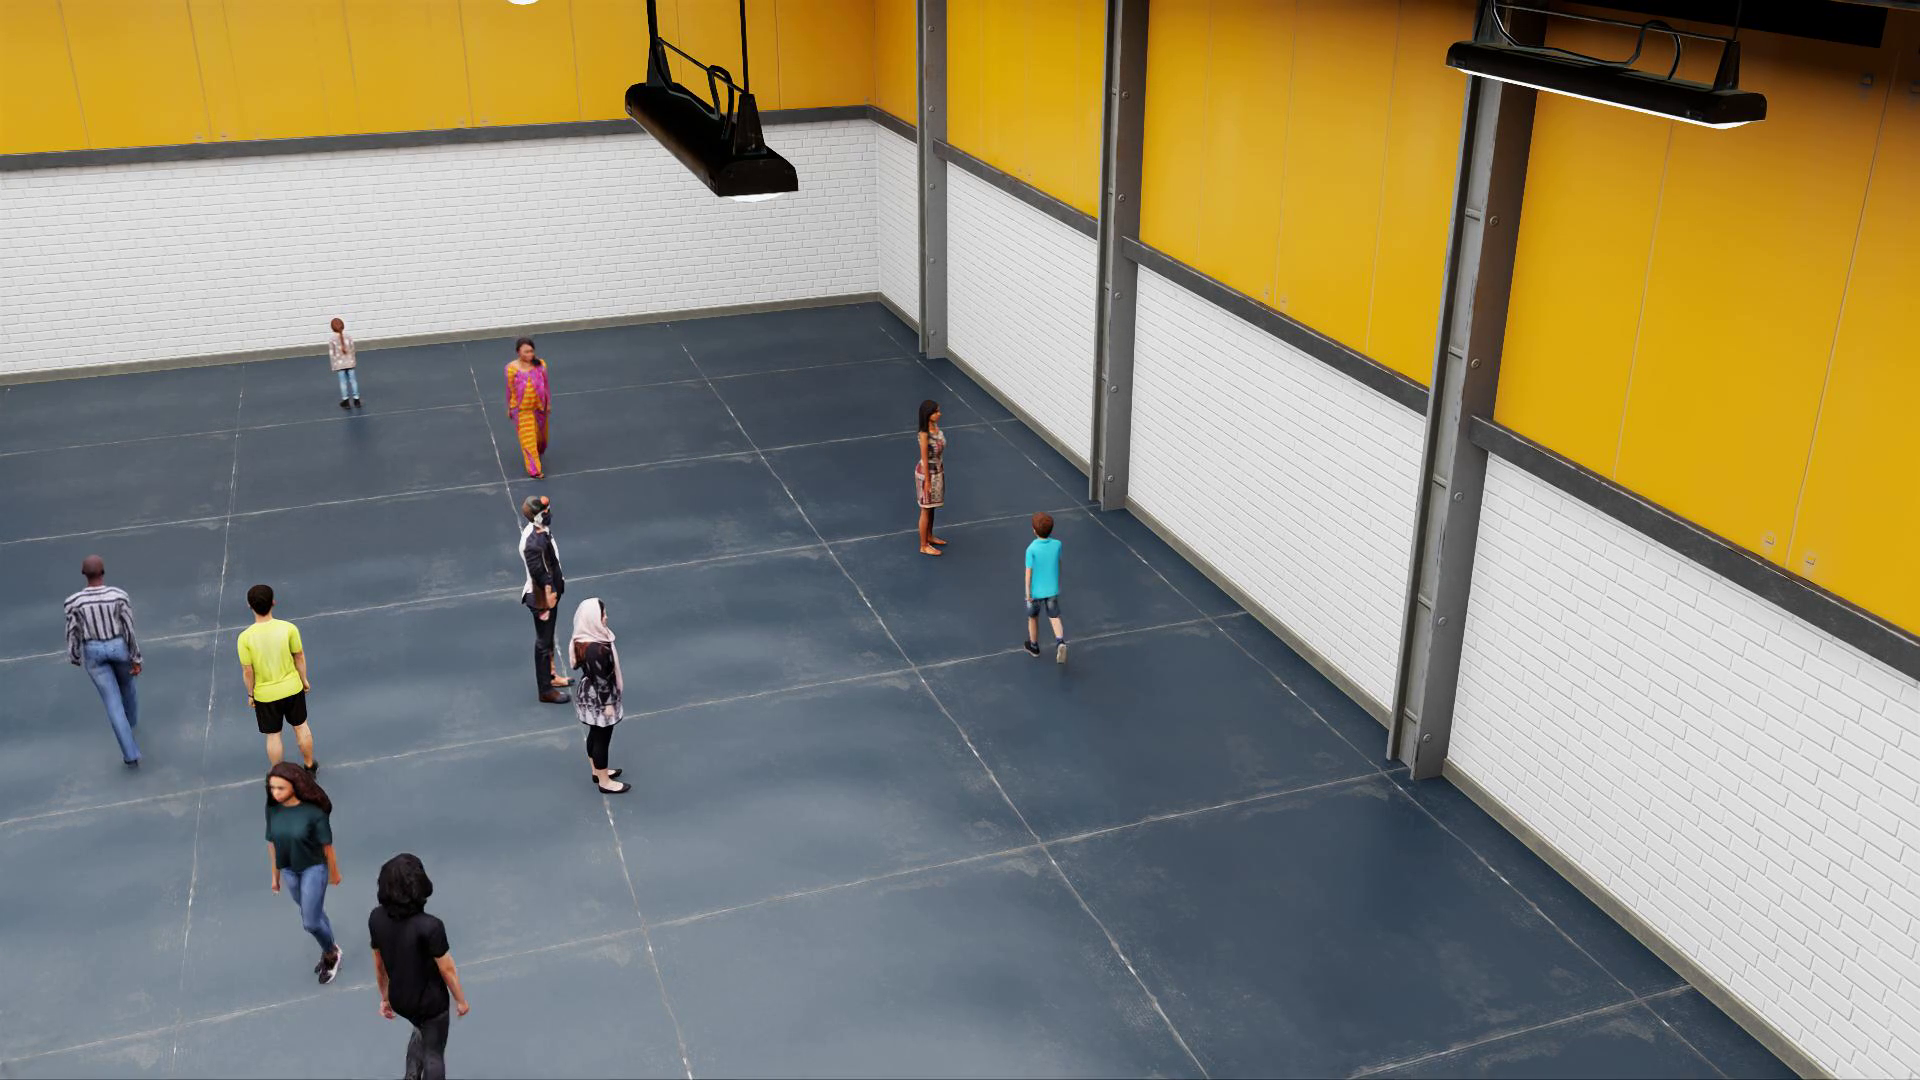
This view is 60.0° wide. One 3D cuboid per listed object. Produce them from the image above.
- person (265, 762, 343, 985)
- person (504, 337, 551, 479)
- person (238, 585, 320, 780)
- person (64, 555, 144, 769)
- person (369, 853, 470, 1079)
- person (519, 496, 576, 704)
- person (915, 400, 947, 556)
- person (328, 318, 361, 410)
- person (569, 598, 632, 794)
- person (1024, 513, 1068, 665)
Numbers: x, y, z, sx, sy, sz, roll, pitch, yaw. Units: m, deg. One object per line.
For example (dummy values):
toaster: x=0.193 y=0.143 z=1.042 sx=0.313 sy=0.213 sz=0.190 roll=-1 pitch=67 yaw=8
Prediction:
person: x=-4.258 y=2.121 z=10.942 sx=0.721 sy=1.604 sz=0.773 roll=7 pitch=25 yaw=16
person: x=-5.025 y=-1.597 z=19.360 sx=0.811 sy=1.675 sz=1.104 roll=-13 pitch=27 yaw=-28
person: x=-5.353 y=1.143 z=13.049 sx=0.660 sy=1.709 sz=0.600 roll=-14 pitch=27 yaw=-29
person: x=-6.769 y=1.018 z=13.282 sx=0.847 sy=1.752 sz=1.192 roll=-16 pitch=28 yaw=-33
person: x=-3.137 y=2.645 z=9.473 sx=0.793 sy=1.821 sz=0.844 roll=8 pitch=25 yaw=17
person: x=-3.592 y=0.486 z=14.324 sx=0.786 sy=1.891 sz=0.604 roll=-3 pitch=24 yaw=-7
person: x=-0.316 y=-0.674 z=17.286 sx=0.785 sy=1.645 sz=0.668 roll=5 pitch=24 yaw=12
person: x=-7.979 y=-2.289 z=21.549 sx=0.496 sy=1.189 sz=0.506 roll=-14 pitch=27 yaw=-28
person: x=-2.833 y=1.207 z=13.000 sx=0.691 sy=1.631 sz=0.561 roll=-10 pitch=25 yaw=-21
person: x=0.787 y=0.446 z=14.983 sx=0.515 sy=1.438 sz=0.802 roll=-9 pitch=25 yaw=-19
